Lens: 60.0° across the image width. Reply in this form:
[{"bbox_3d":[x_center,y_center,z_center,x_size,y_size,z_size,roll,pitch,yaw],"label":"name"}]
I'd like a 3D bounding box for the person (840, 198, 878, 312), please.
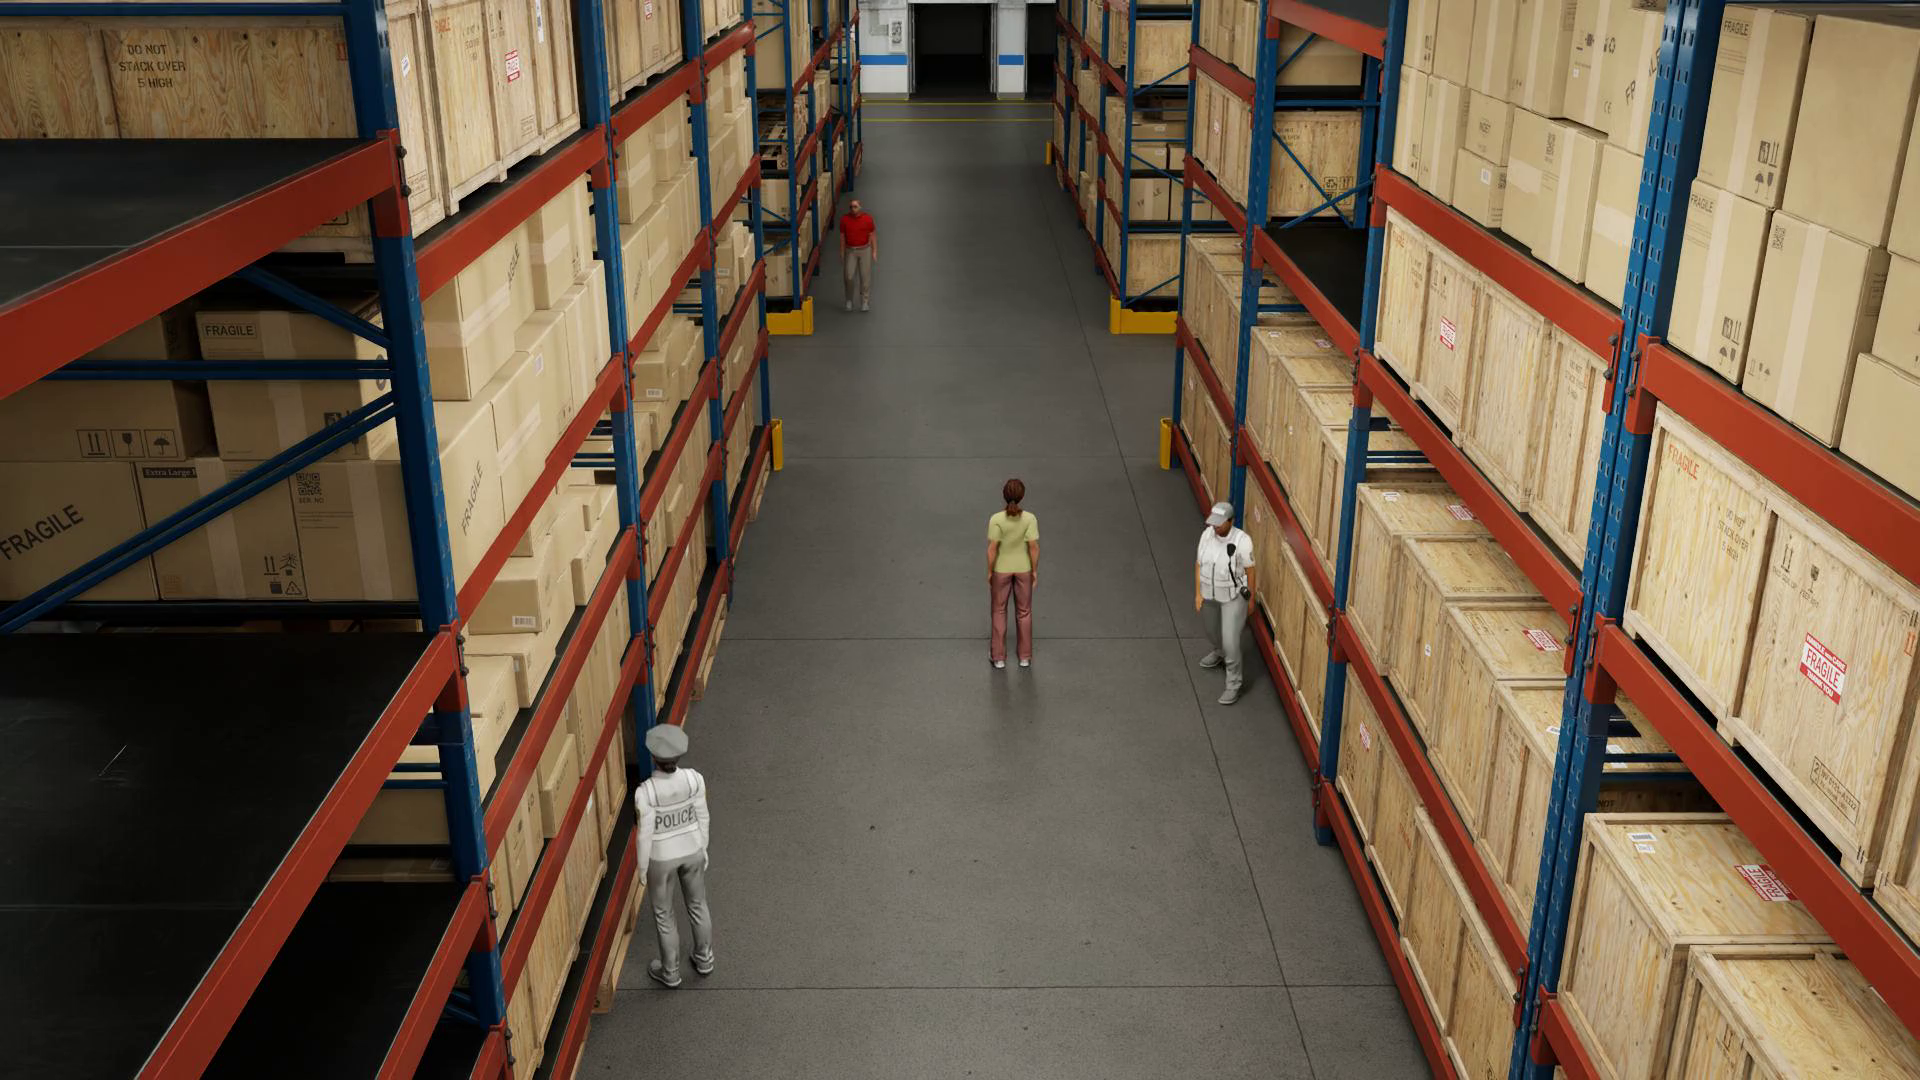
[{"bbox_3d":[-1.565,-4.411,25.743,0.579,1.741,0.432,-1,22,-3],"label":"person"}]

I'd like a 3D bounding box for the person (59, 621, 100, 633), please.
[{"bbox_3d":[-7.693,0.162,14.194,0.446,1.675,0.445,2,22,5],"label":"person"}]

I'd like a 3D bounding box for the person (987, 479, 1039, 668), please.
[{"bbox_3d":[0.431,0.271,13.951,0.435,1.672,0.392,-2,22,-5],"label":"person"}]

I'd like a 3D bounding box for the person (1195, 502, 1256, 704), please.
[{"bbox_3d":[2.184,0.424,13.627,0.586,1.629,0.774,16,27,35],"label":"person"}]

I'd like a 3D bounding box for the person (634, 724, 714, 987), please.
[{"bbox_3d":[-1.709,1.869,9.880,0.463,1.693,0.343,-13,25,-30],"label":"person"}]
